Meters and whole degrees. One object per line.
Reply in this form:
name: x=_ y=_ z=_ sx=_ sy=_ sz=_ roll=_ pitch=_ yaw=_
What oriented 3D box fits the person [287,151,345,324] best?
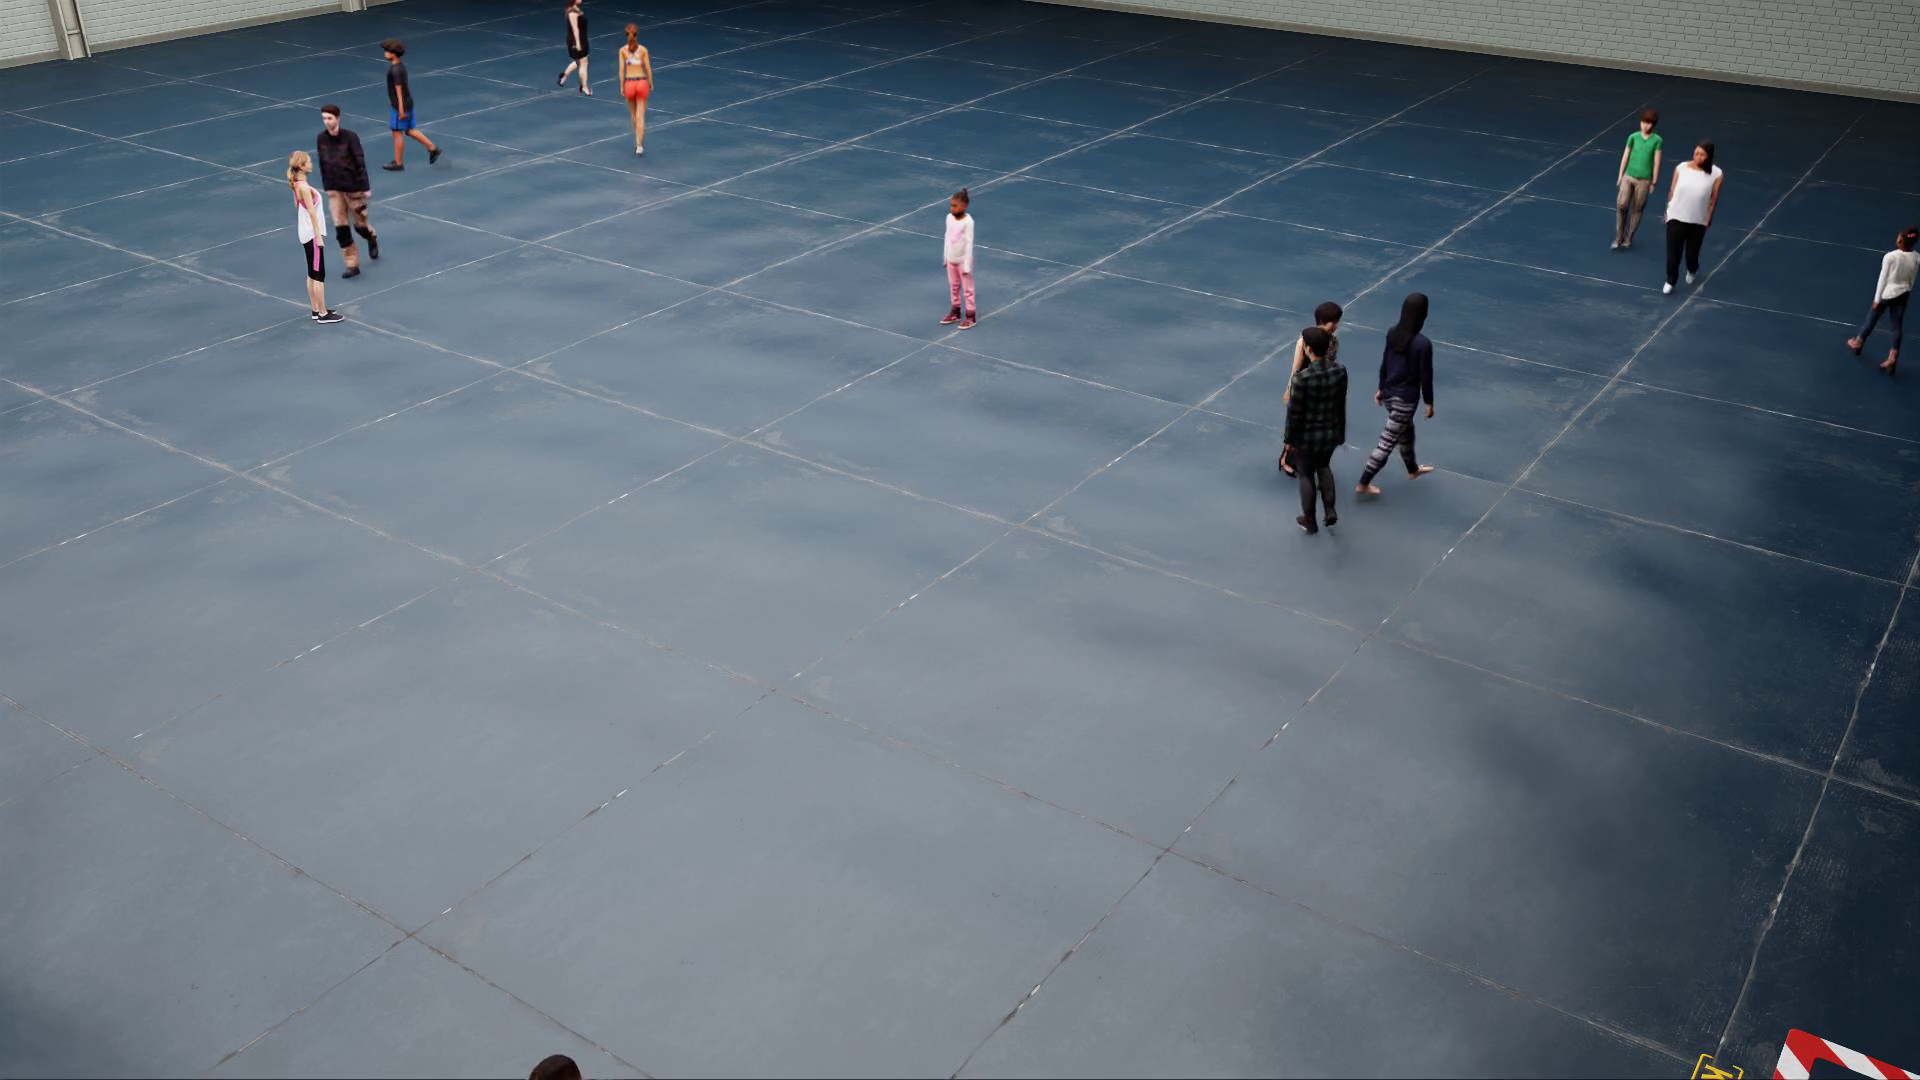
person: x=-6.756 y=-3.154 z=17.309 sx=0.635 sy=1.787 sz=0.676 roll=-18 pitch=32 yaw=-31

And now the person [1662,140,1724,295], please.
person: x=7.983 y=-3.543 z=18.186 sx=0.644 sy=1.674 sz=0.705 roll=18 pitch=32 yaw=31

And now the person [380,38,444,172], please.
person: x=-7.571 y=-5.956 z=22.759 sx=1.080 sy=1.778 sz=1.067 roll=-3 pitch=27 yaw=-6

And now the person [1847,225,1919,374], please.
person: x=9.051 y=-2.315 z=16.080 sx=0.915 sy=1.419 sz=1.055 roll=-1 pitch=27 yaw=-1

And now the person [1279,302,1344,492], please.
person: x=2.840 y=-1.243 z=13.831 sx=0.834 sy=1.573 sz=0.829 roll=-19 pitch=33 yaw=-32

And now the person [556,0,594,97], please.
person: x=-6.259 y=-8.015 z=26.838 sx=0.986 sy=1.705 sz=0.908 roll=-8 pitch=28 yaw=-15

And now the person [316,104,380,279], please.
person: x=-6.871 y=-3.938 z=18.700 sx=1.035 sy=1.907 sz=1.172 roll=1 pitch=27 yaw=2

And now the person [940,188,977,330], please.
person: x=0.003 y=-2.929 z=17.244 sx=0.569 sy=1.446 sz=0.533 roll=24 pitch=35 yaw=38

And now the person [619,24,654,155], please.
person: x=-4.583 y=-6.356 z=23.559 sx=1.038 sy=1.757 sz=1.138 roll=-3 pitch=27 yaw=-6

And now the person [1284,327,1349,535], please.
person: x=2.791 y=-0.810 z=12.892 sx=0.818 sy=1.701 sz=0.871 roll=-6 pitch=28 yaw=-12

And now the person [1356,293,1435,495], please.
person: x=3.526 y=-1.136 z=13.499 sx=1.179 sy=1.687 sz=0.948 roll=-14 pitch=30 yaw=-25

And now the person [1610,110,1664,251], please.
person: x=8.023 y=-4.259 z=19.646 sx=0.634 sy=1.611 sz=0.686 roll=15 pitch=31 yaw=27
